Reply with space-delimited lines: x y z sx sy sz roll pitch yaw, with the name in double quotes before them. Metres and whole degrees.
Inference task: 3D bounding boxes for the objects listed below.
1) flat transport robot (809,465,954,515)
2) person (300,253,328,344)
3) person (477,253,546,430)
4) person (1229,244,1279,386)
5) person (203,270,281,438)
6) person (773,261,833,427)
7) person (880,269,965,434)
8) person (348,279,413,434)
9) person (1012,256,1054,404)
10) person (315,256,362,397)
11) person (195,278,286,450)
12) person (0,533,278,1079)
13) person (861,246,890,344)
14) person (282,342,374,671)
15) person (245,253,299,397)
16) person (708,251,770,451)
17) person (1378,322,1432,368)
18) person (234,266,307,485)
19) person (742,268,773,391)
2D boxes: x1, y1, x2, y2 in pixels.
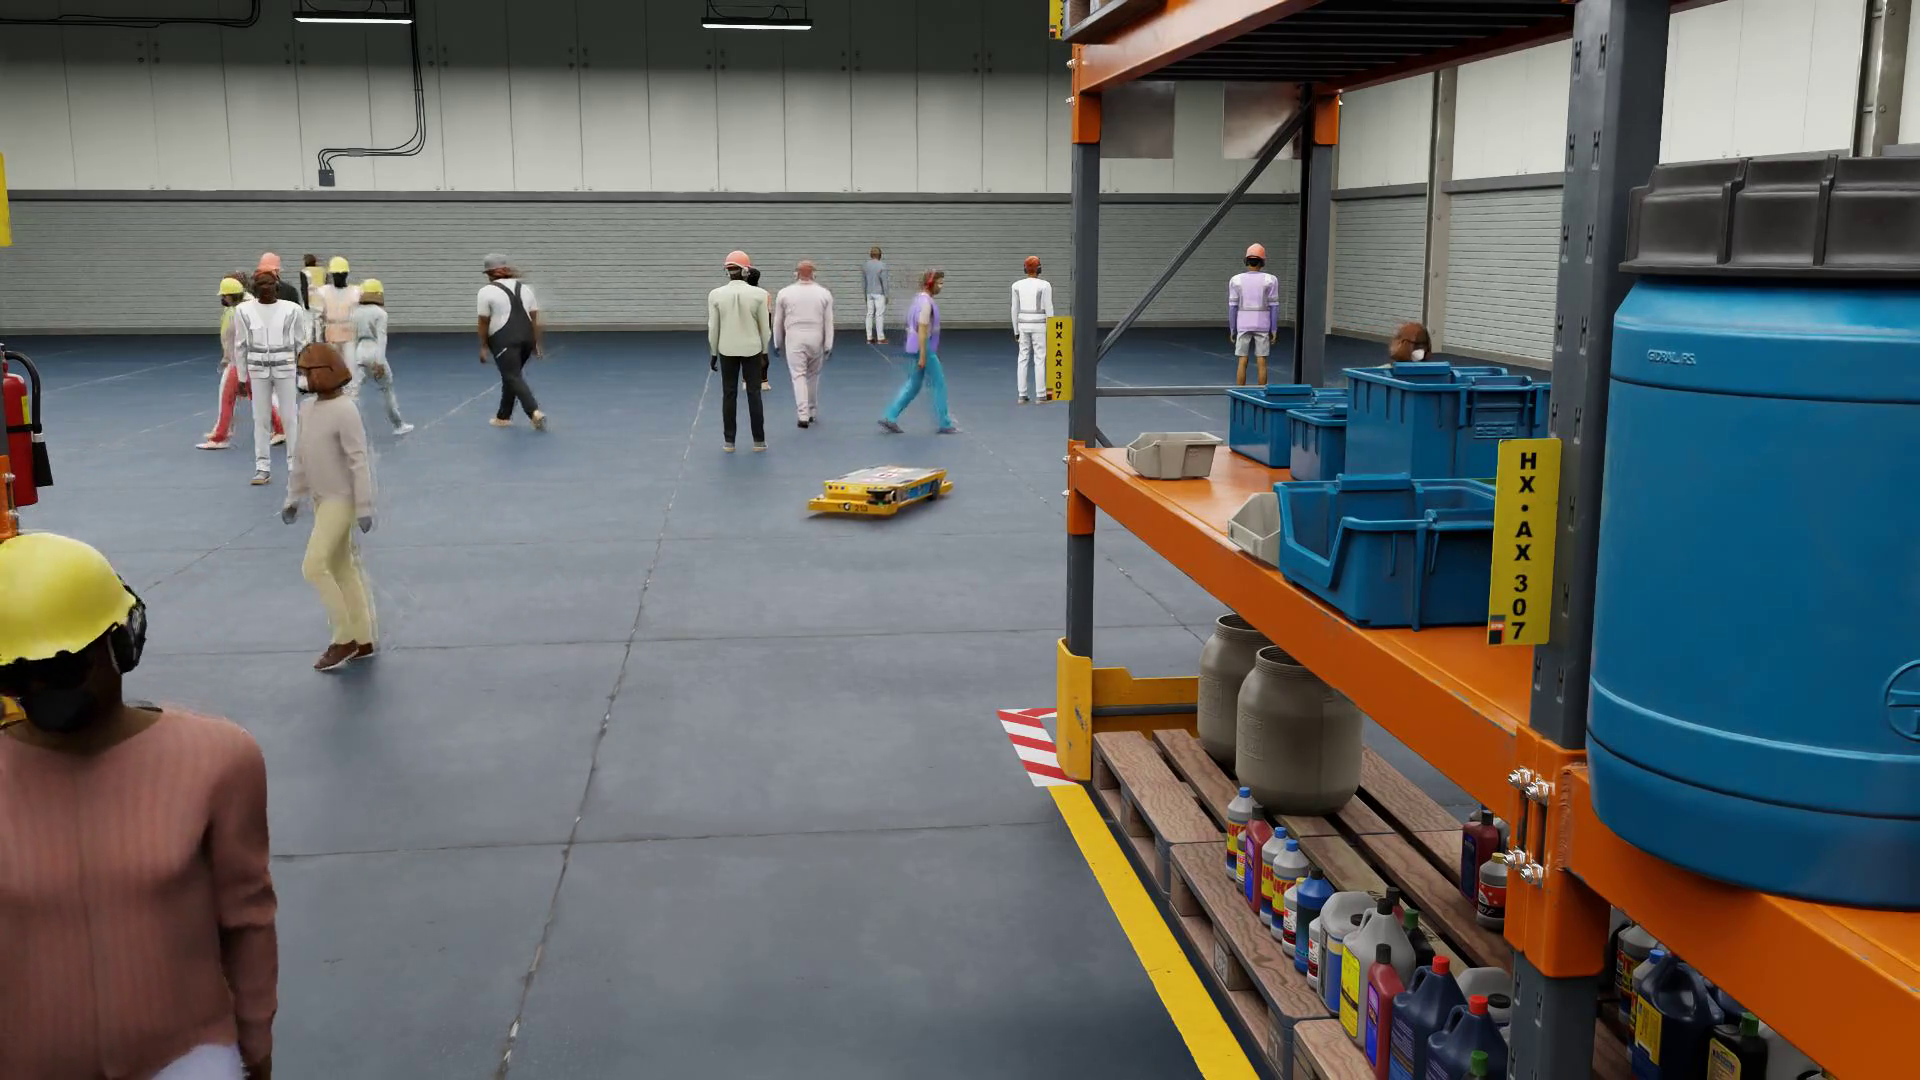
"flat transport robot" -0.608 -0.416 13.309 0.652 0.197 1.431 4 11 21
"person" -12.758 -4.771 32.964 0.827 1.814 0.625 7 13 34
"person" -4.945 -2.236 18.428 1.027 2.000 0.692 7 13 35
"person" 3.618 -2.616 20.509 0.607 2.044 0.374 3 11 16
"person" -7.580 -1.960 17.671 0.878 1.802 0.646 -7 12 -34
"person" -1.776 -2.224 18.880 0.652 1.859 0.987 -3 11 -15
"person" -0.427 -2.027 17.997 0.878 1.803 0.562 -2 11 -10
"person" -6.270 -1.924 17.687 0.495 1.683 0.955 4 11 21
"person" 0.939 -2.685 21.321 0.574 1.885 0.355 6 12 28
"person" -7.281 -2.378 19.621 0.599 1.935 0.580 0 10 1
"person" -7.273 -1.780 16.821 0.880 1.723 0.532 -4 11 -19
"person" -1.357 0.808 2.659 0.513 1.727 0.893 -5 12 -27
"person" -1.669 -4.869 33.149 0.635 1.938 0.366 7 13 34
"person" -3.160 -0.162 8.233 0.504 1.618 0.506 -9 13 -40
"person" -8.030 -2.371 19.448 0.617 1.956 0.988 -1 10 -6
"person" -2.192 -1.873 16.581 0.610 1.989 0.391 0 10 -2
"person" 2.763 -0.527 10.235 0.522 1.617 0.556 -3 11 -16
"person" -5.941 -1.418 14.372 0.587 1.883 0.342 -2 11 -13
"person" -2.855 -2.904 23.039 0.539 1.696 0.317 0 10 2
